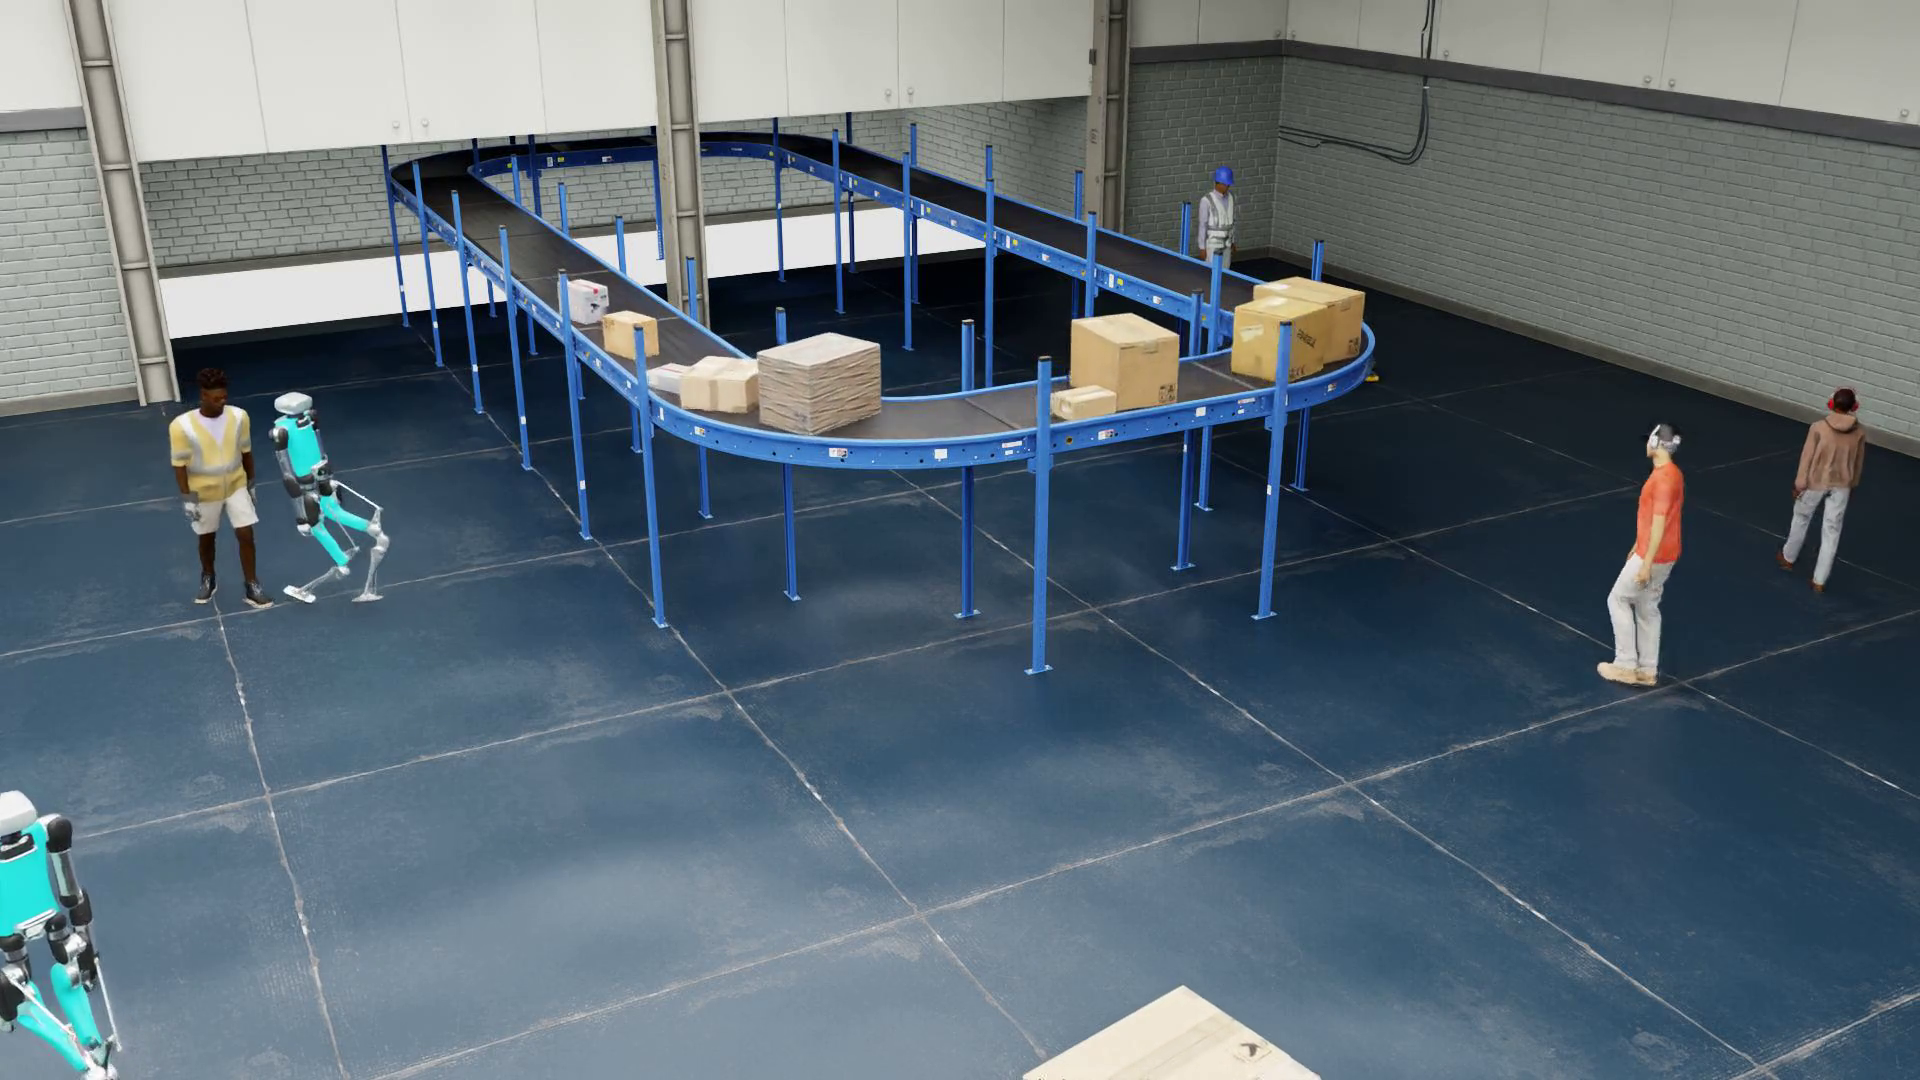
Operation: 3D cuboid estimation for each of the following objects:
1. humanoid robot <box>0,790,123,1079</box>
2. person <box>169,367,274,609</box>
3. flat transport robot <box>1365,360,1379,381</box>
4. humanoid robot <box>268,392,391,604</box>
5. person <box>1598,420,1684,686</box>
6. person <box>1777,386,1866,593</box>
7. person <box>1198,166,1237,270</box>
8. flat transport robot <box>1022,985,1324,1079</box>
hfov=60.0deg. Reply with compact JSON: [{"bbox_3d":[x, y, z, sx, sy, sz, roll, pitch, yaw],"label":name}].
[{"bbox_3d":[-3.779,1.974,7.112,1.006,1.785,0.530,14,26,32],"label":"humanoid robot"},{"bbox_3d":[-5.681,-0.406,12.692,0.619,1.926,0.712,-19,29,-39],"label":"person"},{"bbox_3d":[4.250,-2.078,19.011,0.659,0.231,1.431,-2,22,-4],"label":"flat transport robot"},{"bbox_3d":[-4.704,-0.253,12.536,0.992,1.733,0.533,4,22,9],"label":"humanoid robot"},{"bbox_3d":[4.732,0.118,11.469,0.475,1.865,0.599,14,26,31],"label":"person"},{"bbox_3d":[6.843,-0.444,13.167,0.489,1.618,0.789,5,23,13],"label":"person"},{"bbox_3d":[3.232,-3.715,20.846,0.614,1.933,0.414,-16,27,-35],"label":"person"},{"bbox_3d":[0.975,2.862,6.802,1.431,0.231,0.659,-17,28,-36],"label":"flat transport robot"}]
